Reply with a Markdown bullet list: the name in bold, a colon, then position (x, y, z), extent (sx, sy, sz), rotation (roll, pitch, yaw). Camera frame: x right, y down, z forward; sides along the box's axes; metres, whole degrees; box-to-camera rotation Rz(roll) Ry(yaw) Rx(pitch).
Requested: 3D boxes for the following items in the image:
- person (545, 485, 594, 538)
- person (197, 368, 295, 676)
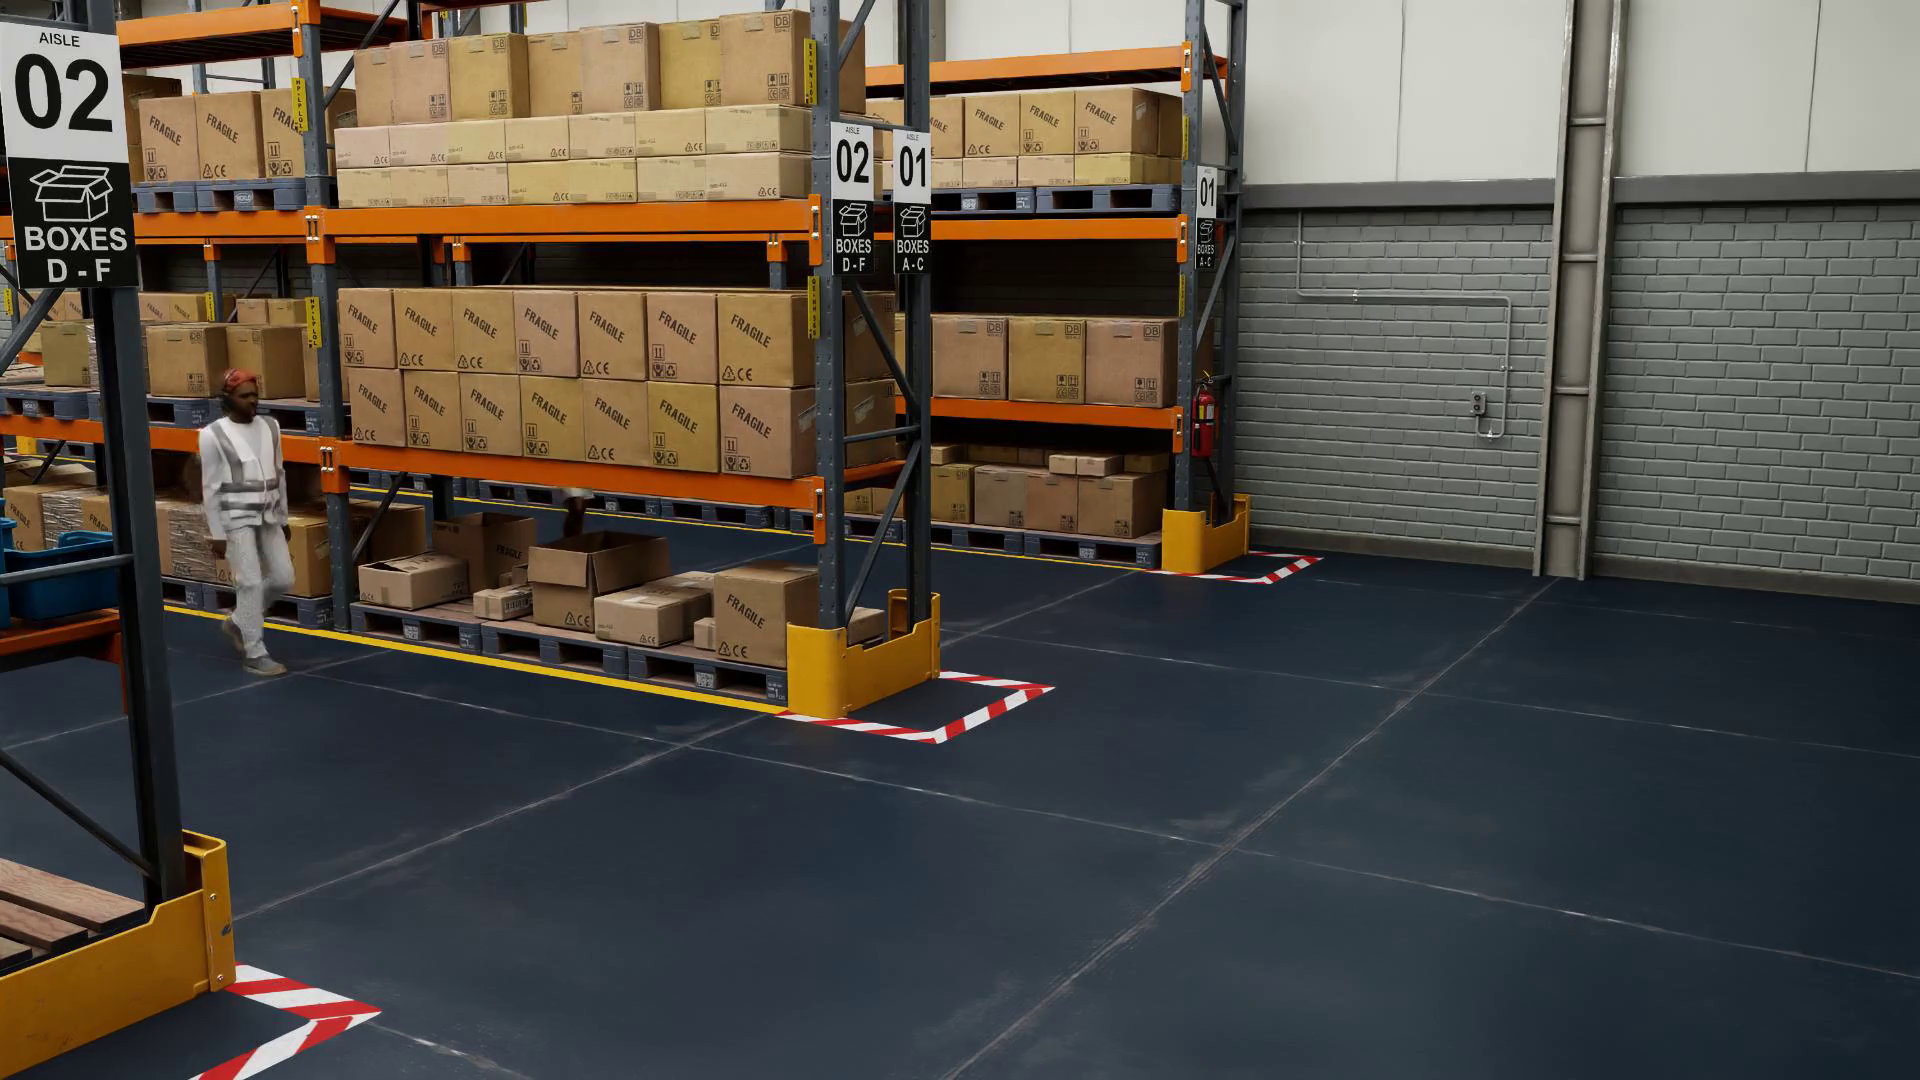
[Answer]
- **person**: position (-2.966, -0.619, 12.945), extent (0.584, 1.916, 0.549), rotation (8, 13, 39)
- **person**: position (-4.332, -0.109, 10.079), extent (0.492, 1.866, 0.595), rotation (5, 11, 26)
